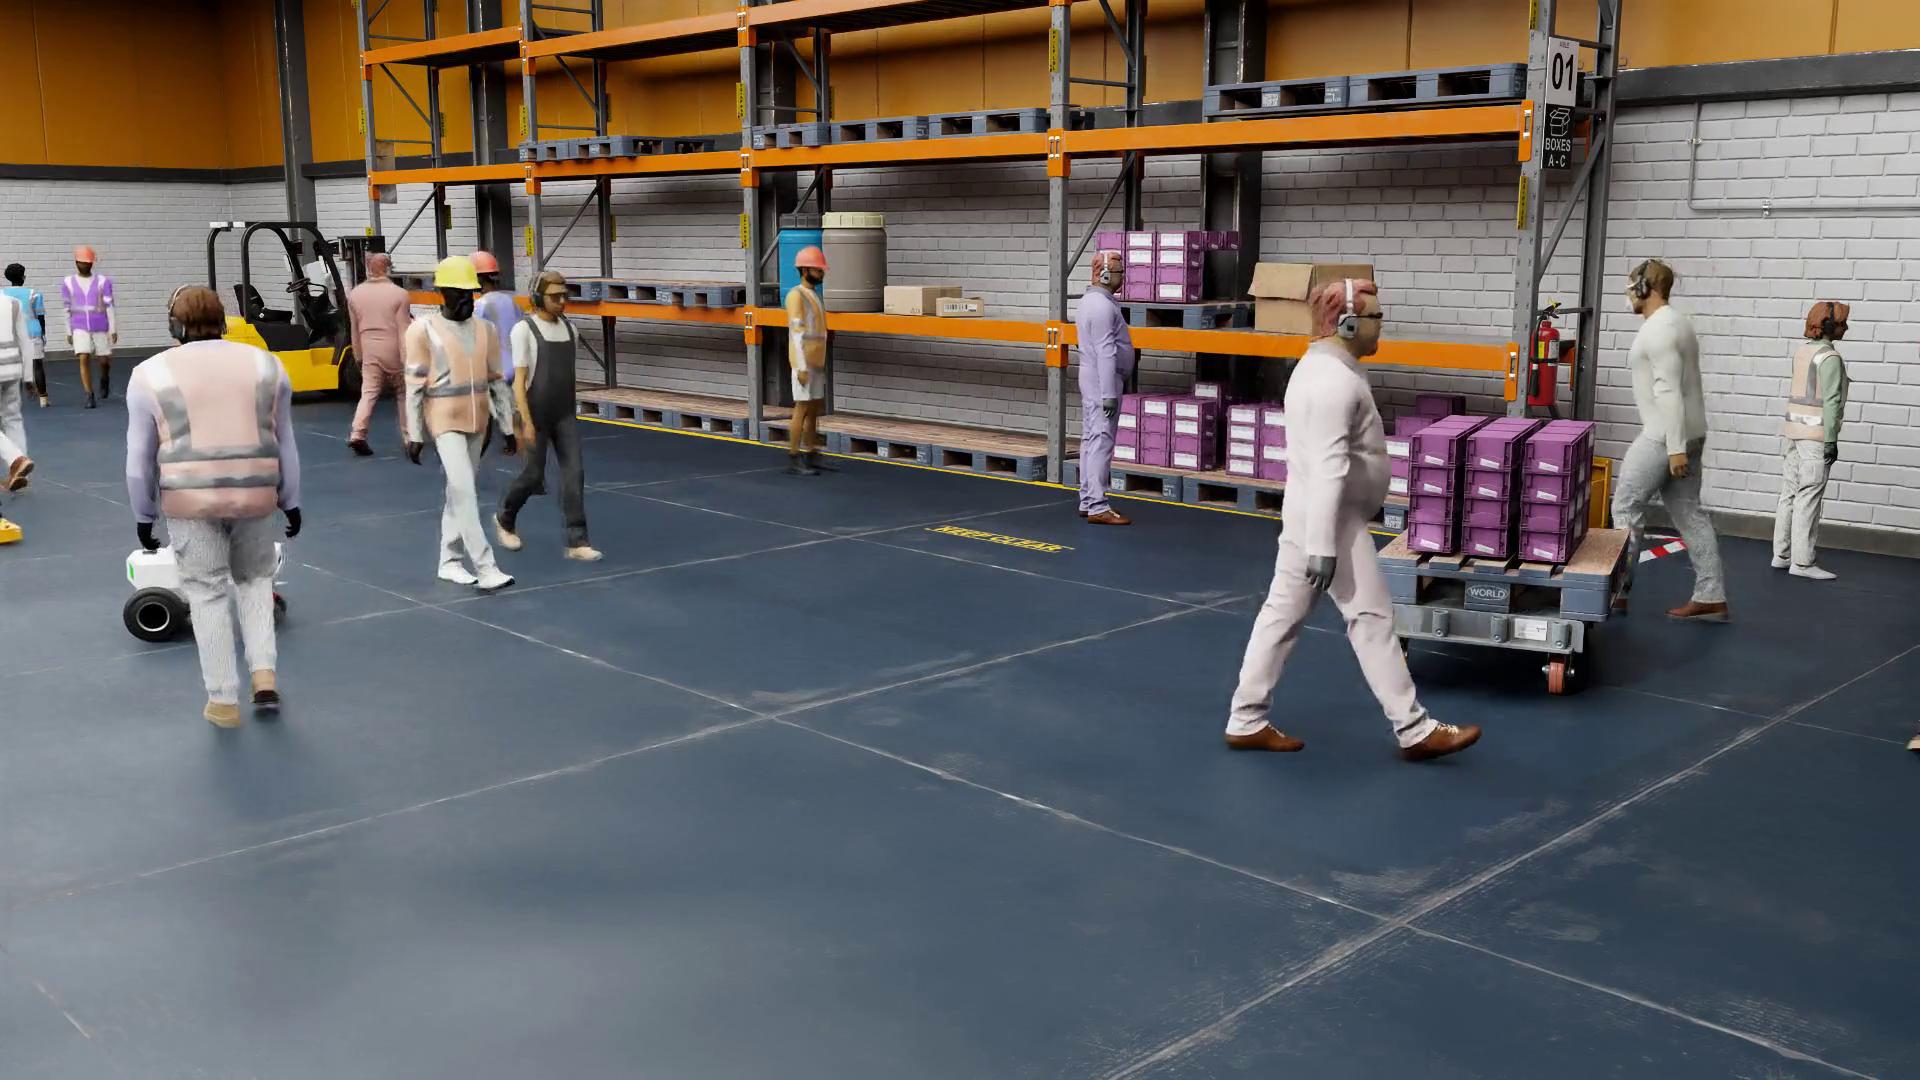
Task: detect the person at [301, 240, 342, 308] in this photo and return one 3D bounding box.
[{"bbox_3d":[-9.222,-3.363,24.086,0.608,1.966,0.370,1,10,5],"label":"person"}]

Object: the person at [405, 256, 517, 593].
[{"bbox_3d":[-2.749,-0.644,9.439,0.870,1.893,0.612,7,12,32],"label":"person"}]

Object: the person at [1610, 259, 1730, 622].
[{"bbox_3d":[3.668,-0.515,8.750,0.912,1.887,0.646,7,13,35],"label":"person"}]

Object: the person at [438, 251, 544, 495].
[{"bbox_3d":[-3.717,-1.295,13.000,1.010,1.886,0.561,3,11,14],"label":"person"}]

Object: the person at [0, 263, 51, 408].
[{"bbox_3d":[-11.011,-2.392,19.526,0.536,1.695,0.322,-6,12,-28],"label":"person"}]

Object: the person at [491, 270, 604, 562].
[{"bbox_3d":[-2.630,-0.776,10.423,0.839,1.820,0.514,8,13,38],"label":"person"}]

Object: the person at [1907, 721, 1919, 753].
[{"bbox_3d":[4.018,-0.109,6.372,0.637,1.954,0.914,9,14,42],"label":"person"}]

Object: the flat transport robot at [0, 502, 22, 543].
[{"bbox_3d":[-6.901,-0.055,10.673,1.431,0.197,0.652,-9,14,-40],"label":"flat transport robot"}]

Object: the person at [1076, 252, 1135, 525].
[{"bbox_3d":[1.027,-1.066,11.721,0.408,1.906,0.653,-1,10,-5],"label":"person"}]

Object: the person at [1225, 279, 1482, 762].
[{"bbox_3d":[1.497,-0.060,6.367,0.980,1.850,0.669,0,10,2],"label":"person"}]

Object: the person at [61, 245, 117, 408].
[{"bbox_3d":[-10.302,-2.533,19.715,0.562,1.911,0.752,-4,11,-22],"label":"person"}]

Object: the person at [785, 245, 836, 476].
[{"bbox_3d":[-1.257,-1.512,14.072,0.364,1.937,0.549,3,11,17],"label":"person"}]

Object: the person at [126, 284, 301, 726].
[{"bbox_3d":[-3.085,-0.141,6.900,0.653,1.822,0.450,-7,13,-35],"label":"person"}]

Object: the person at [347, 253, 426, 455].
[{"bbox_3d":[-5.378,-1.728,15.446,0.653,1.871,0.959,2,11,13],"label":"person"}]

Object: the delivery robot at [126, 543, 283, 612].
[{"bbox_3d":[-3.854,0.151,8.517,0.707,0.478,0.477,-3,11,-17],"label":"delivery robot"}]

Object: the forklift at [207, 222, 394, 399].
[{"bbox_3d":[-8.169,-2.758,20.163,2.313,2.155,1.214,-10,14,-44],"label":"forklift"}]

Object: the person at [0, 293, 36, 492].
[{"bbox_3d":[-7.439,-1.260,12.900,0.578,1.866,0.639,5,12,26],"label":"person"}]

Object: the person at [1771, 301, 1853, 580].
[{"bbox_3d":[5.064,-0.593,9.873,0.311,1.638,0.522,1,10,5],"label":"person"}]
